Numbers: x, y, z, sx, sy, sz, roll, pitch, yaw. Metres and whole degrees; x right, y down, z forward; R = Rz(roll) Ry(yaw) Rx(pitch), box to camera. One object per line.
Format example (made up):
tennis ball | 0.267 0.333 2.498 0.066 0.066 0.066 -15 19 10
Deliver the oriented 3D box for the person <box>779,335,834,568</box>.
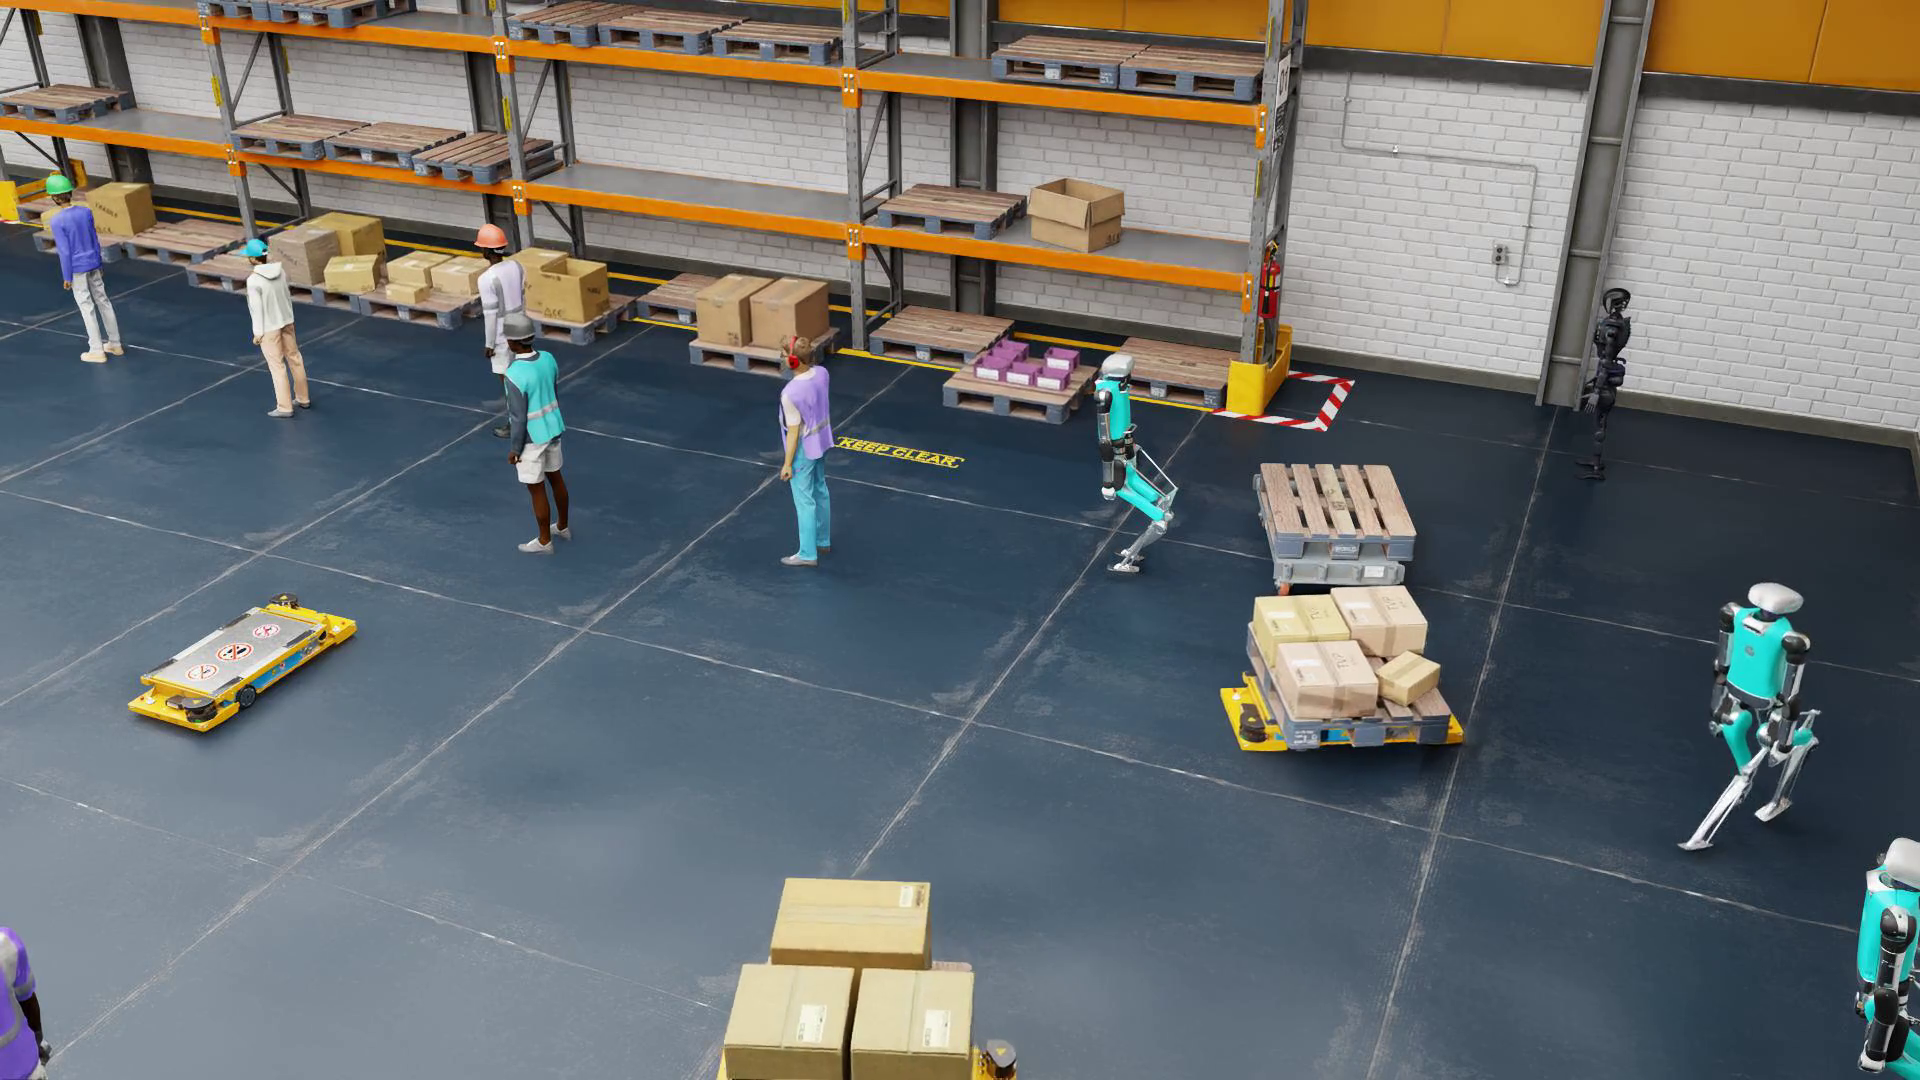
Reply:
person | -1.154 -0.663 12.500 0.390 1.843 0.565 11 29 20

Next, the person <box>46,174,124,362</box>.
person | -8.640 -2.670 16.362 0.342 1.873 0.461 11 29 20

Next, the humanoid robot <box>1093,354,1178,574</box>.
humanoid robot | 1.333 -0.529 12.214 0.735 1.673 0.533 11 29 20

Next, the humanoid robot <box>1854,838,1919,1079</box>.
humanoid robot | 4.162 2.065 7.179 0.735 1.677 0.533 11 29 20

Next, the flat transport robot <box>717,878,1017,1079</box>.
flat transport robot | -0.457 2.632 7.827 1.431 0.231 0.659 1 27 3

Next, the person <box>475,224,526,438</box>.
person | -4.020 -1.836 14.673 0.351 1.938 0.543 11 29 20

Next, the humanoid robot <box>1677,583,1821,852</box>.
humanoid robot | 4.617 0.996 9.463 1.065 1.761 0.551 -15 31 -26

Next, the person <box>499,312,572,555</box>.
person | -3.218 -0.810 12.682 0.418 1.939 0.549 11 29 20

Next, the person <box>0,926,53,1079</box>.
person | -4.013 2.195 6.827 0.368 1.965 0.603 11 29 20

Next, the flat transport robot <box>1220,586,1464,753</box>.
flat transport robot | 2.469 1.097 10.804 1.431 0.231 0.659 -2 27 -4

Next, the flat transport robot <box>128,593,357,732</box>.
flat transport robot | -4.874 0.816 11.349 0.659 0.231 1.431 11 29 20

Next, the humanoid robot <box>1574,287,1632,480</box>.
humanoid robot | 5.391 -1.317 13.936 0.315 1.655 0.599 11 29 20

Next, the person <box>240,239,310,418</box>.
person | -6.237 -1.928 15.136 0.379 1.675 0.461 11 29 20
